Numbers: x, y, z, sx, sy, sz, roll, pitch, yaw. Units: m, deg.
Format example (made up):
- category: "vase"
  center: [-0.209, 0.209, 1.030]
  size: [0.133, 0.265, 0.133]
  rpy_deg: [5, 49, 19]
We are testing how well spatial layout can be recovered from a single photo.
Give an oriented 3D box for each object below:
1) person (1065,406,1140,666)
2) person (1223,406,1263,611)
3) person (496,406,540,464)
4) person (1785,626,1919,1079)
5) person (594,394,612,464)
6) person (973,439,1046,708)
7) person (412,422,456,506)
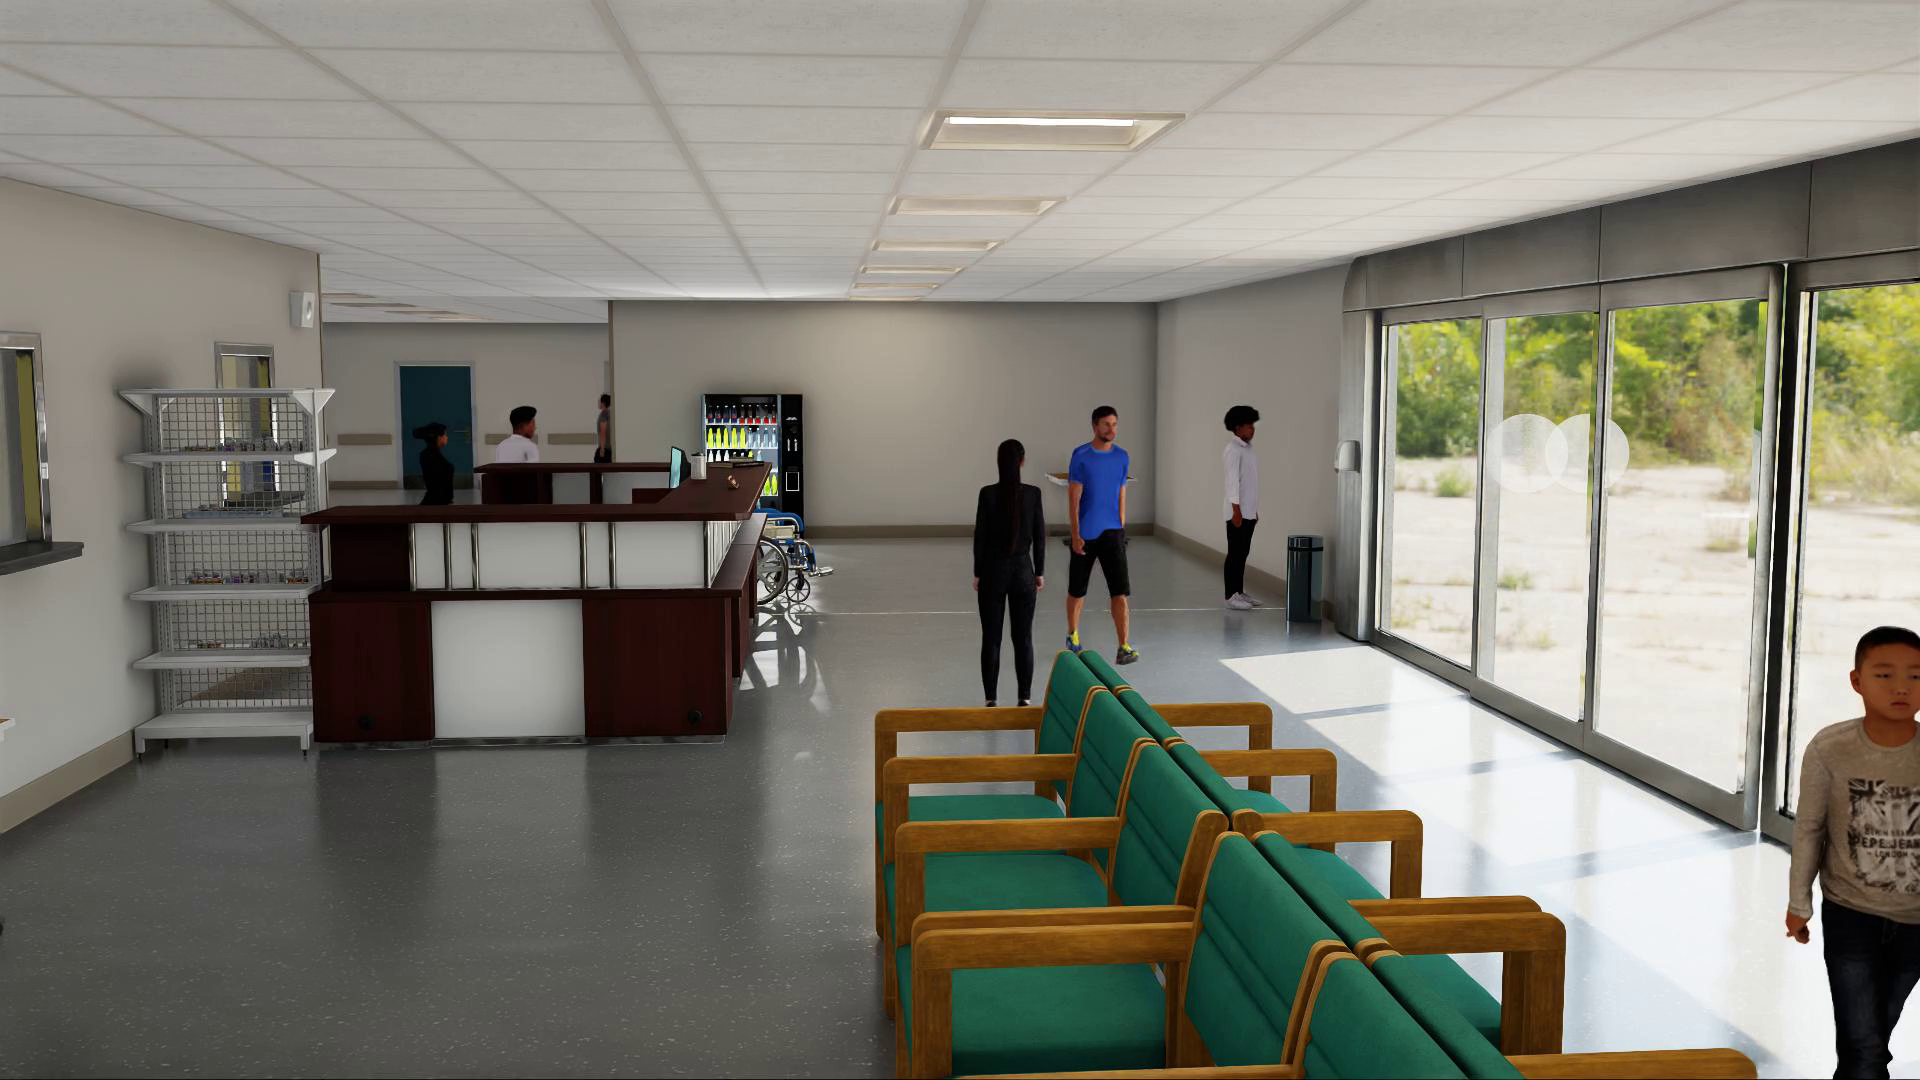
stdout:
- category: "person"
  center: [0.937, -0.014, 11.977]
  size: [1.208, 1.814, 0.809]
  rpy_deg: [-1, 6, -13]
- category: "person"
  center: [2.495, -0.297, 14.815]
  size: [0.752, 1.809, 0.725]
  rpy_deg: [3, 7, 29]
- category: "person"
  center: [-3.993, -0.279, 14.820]
  size: [1.162, 1.771, 1.178]
  rpy_deg: [4, 7, 32]
- category: "person"
  center: [2.356, 0.952, 4.292]
  size: [0.980, 1.428, 0.805]
  rpy_deg: [1, 6, 11]
- category: "person"
  center: [-5.627, -1.471, 26.795]
  size: [0.839, 1.746, 0.726]
  rpy_deg: [1, 6, 7]
- category: "person"
  center: [0.287, 0.252, 9.850]
  size: [0.427, 1.710, 0.642]
  rpy_deg: [-1, 6, -7]
- category: "person"
  center: [-4.908, -0.248, 15.372]
  size: [1.059, 1.599, 0.951]
  rpy_deg: [-6, 8, -44]
